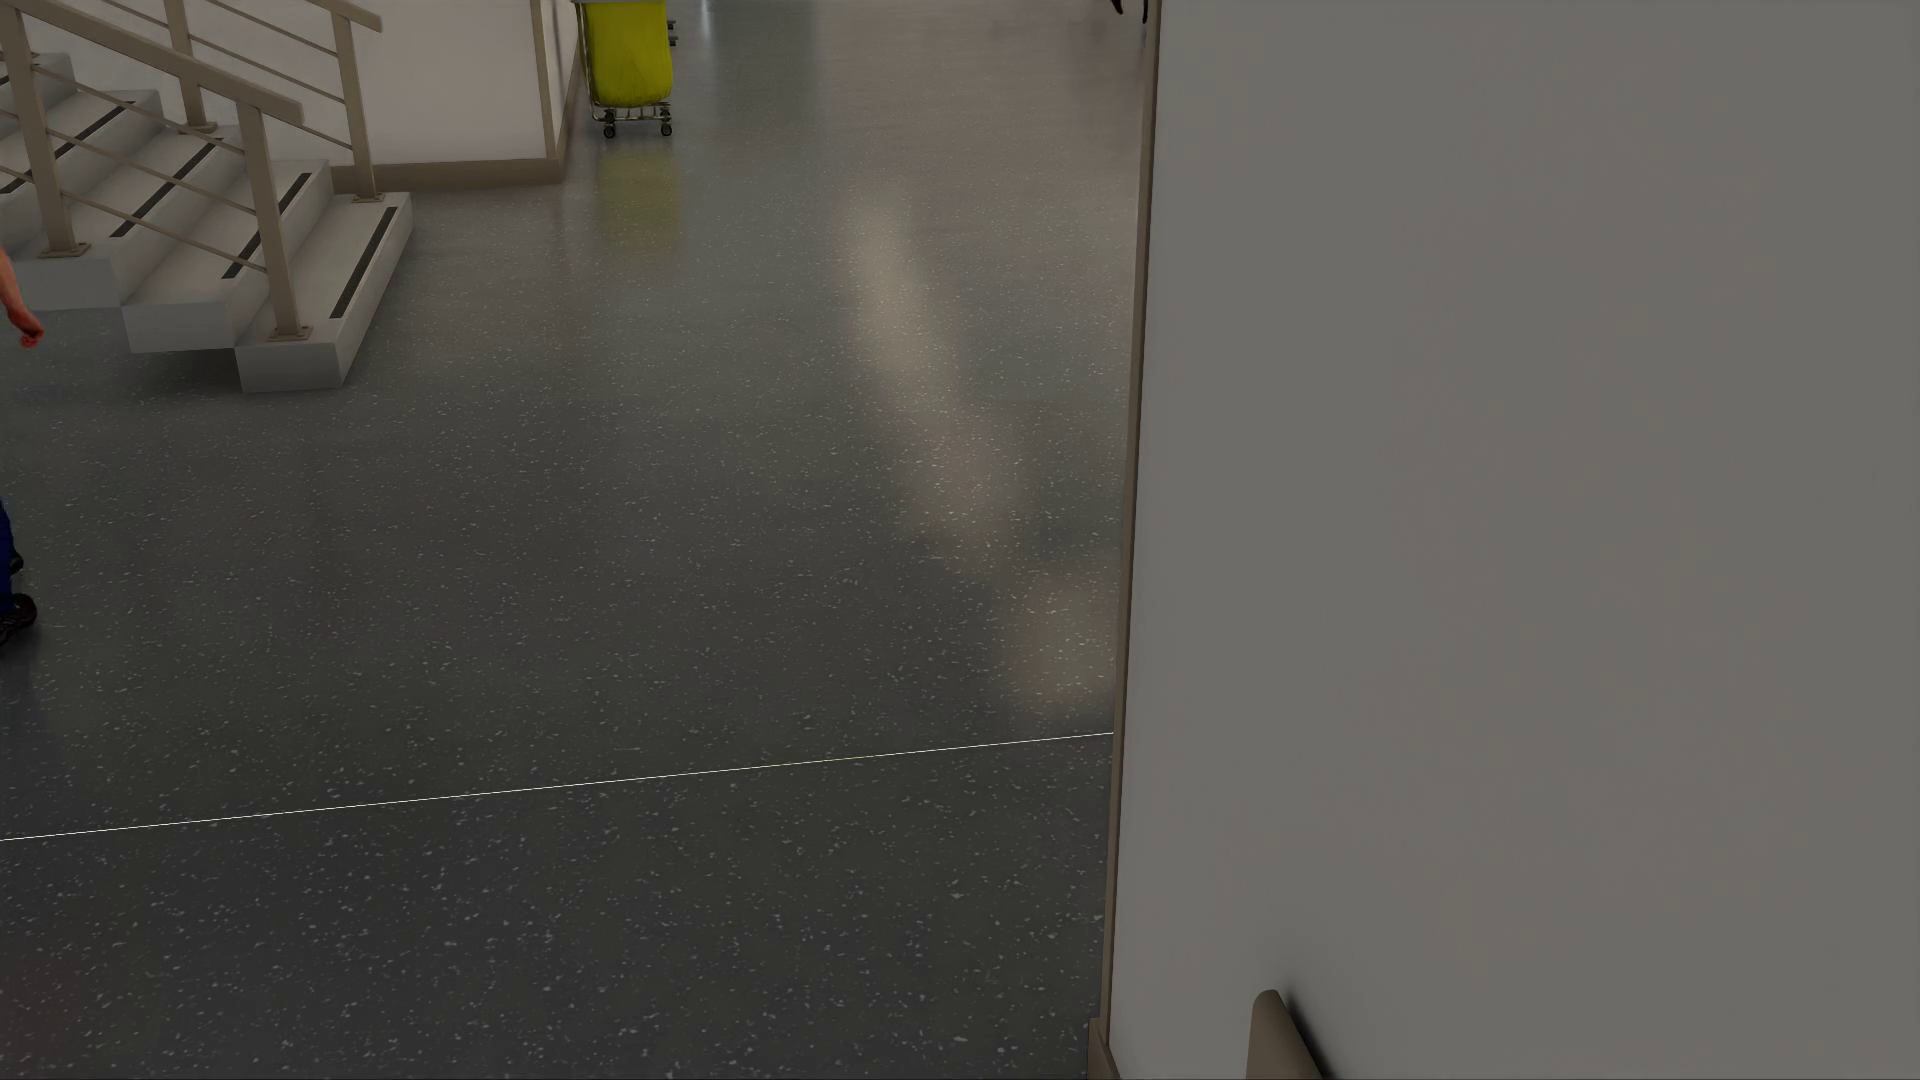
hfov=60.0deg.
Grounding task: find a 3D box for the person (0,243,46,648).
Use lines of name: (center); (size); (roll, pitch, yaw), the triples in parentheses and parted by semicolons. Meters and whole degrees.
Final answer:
person: (-2.995, -0.549, 4.714); (1.141, 1.837, 1.086); (-13, 28, -24)
